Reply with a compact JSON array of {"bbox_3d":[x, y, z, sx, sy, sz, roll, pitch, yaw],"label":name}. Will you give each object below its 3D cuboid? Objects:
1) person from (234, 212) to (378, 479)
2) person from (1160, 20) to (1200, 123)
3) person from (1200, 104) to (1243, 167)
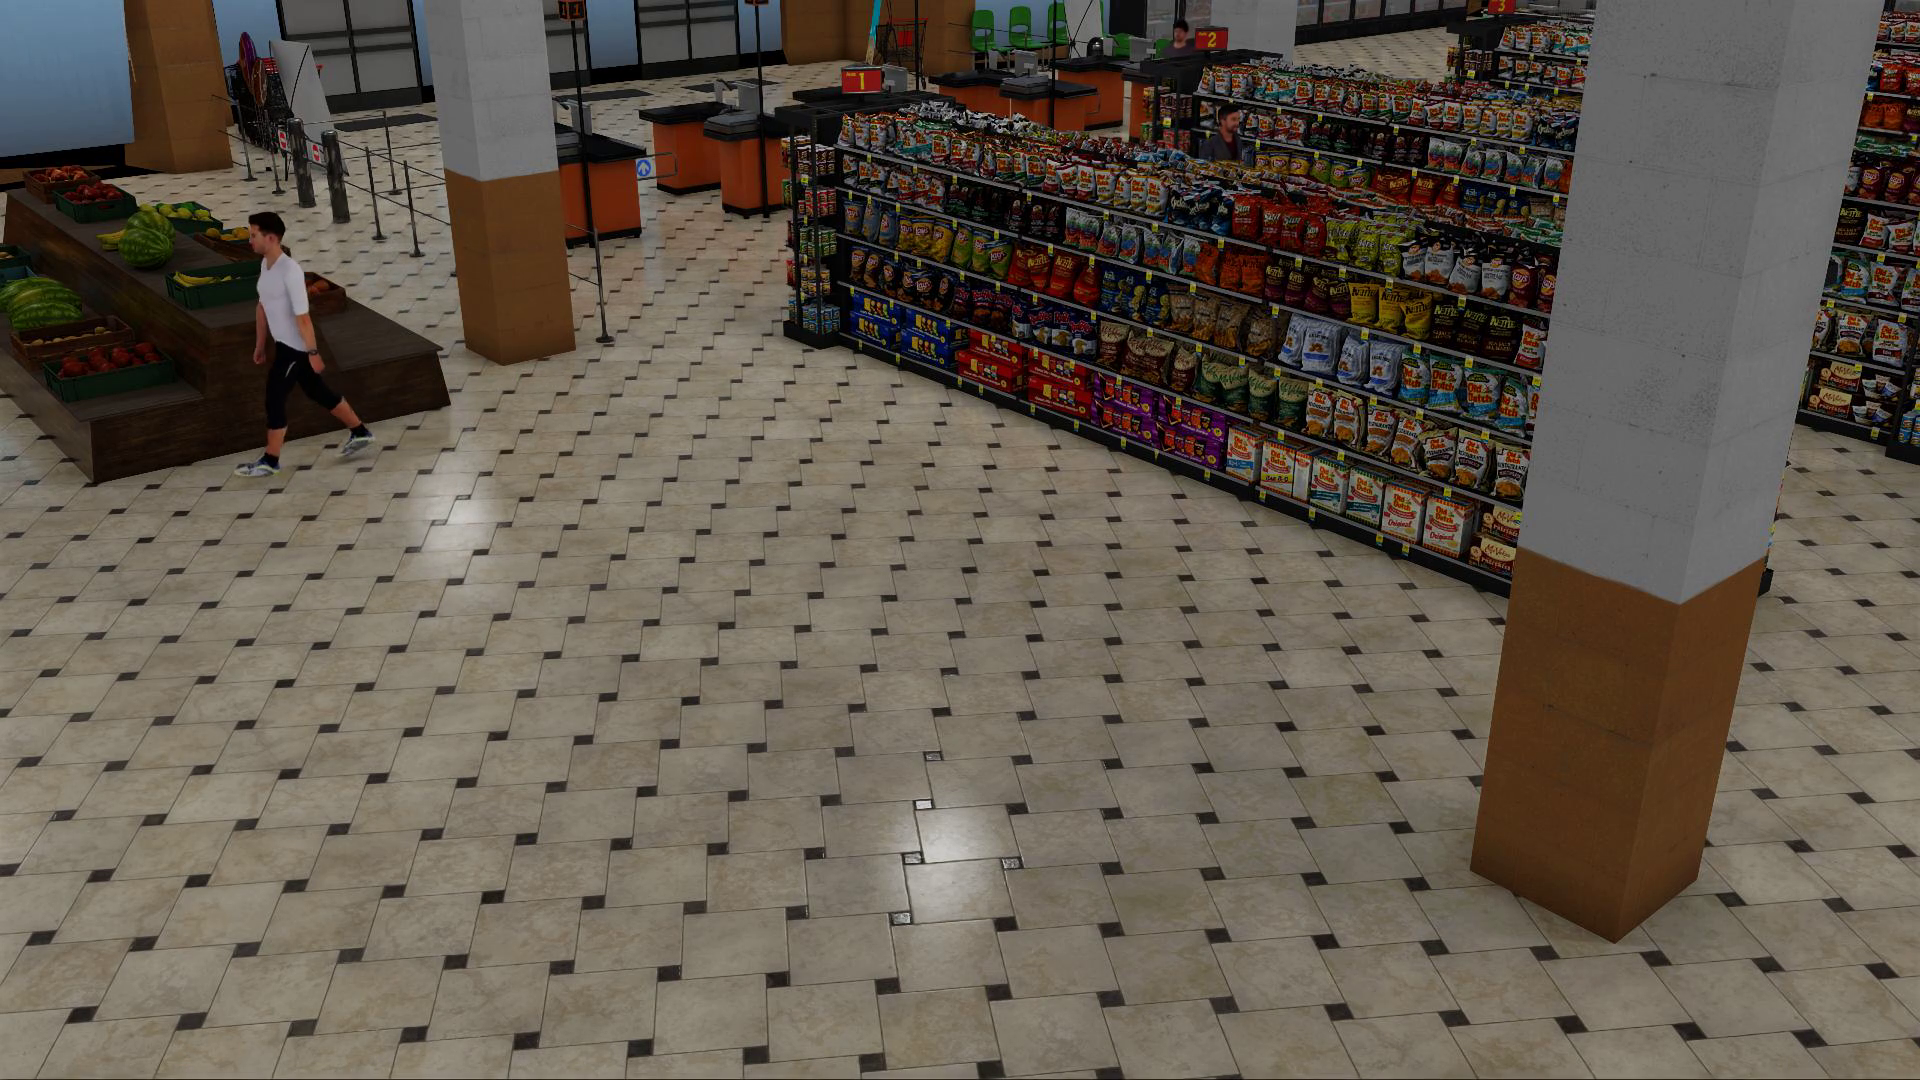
[{"bbox_3d":[-4.523,-1.354,11.508,0.765,1.808,1.192,-18,29,-35],"label":"person"},{"bbox_3d":[2.838,-5.800,21.629,0.930,1.839,0.907,14,27,29],"label":"person"},{"bbox_3d":[2.347,-3.118,15.519,0.733,1.824,1.199,-17,29,-33],"label":"person"}]
